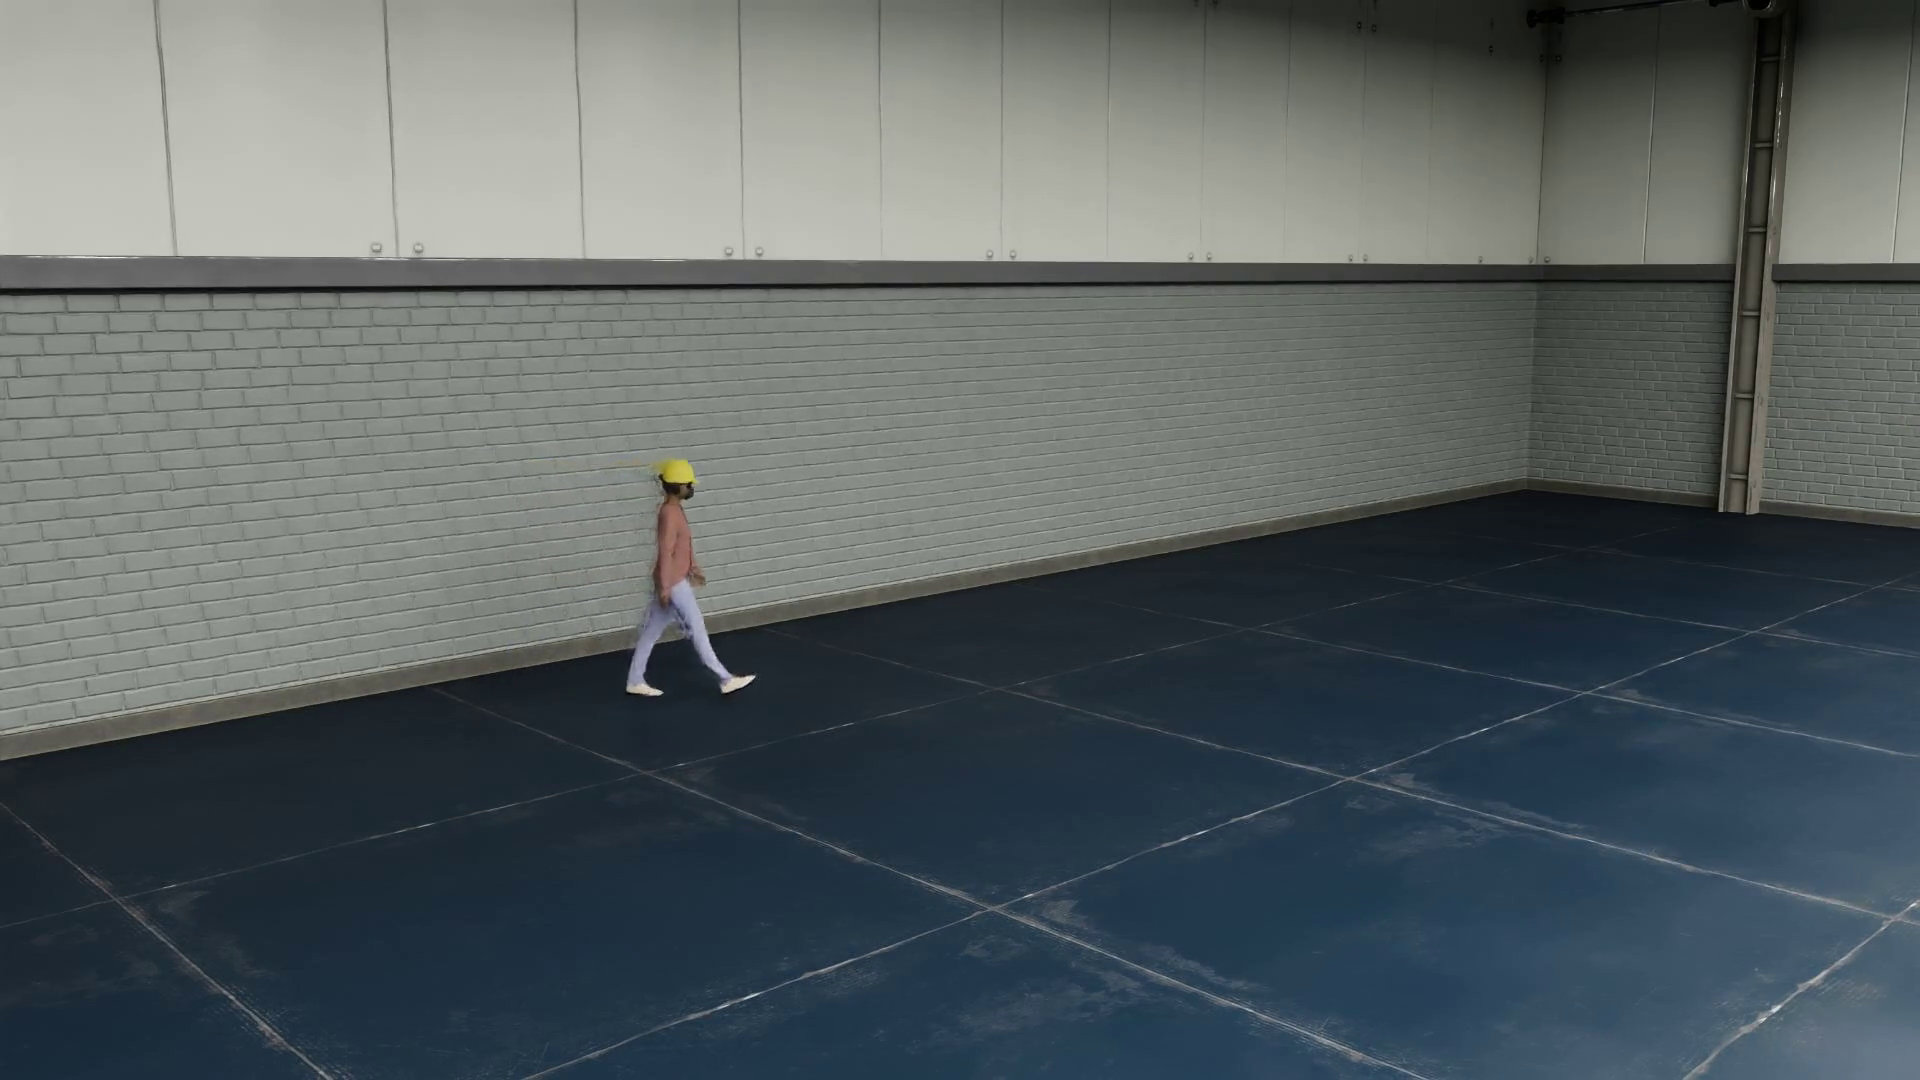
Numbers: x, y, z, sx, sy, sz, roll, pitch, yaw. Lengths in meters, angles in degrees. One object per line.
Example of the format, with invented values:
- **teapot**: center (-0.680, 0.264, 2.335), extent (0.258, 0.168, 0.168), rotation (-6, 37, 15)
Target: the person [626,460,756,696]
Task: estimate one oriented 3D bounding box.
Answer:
- **person**: center (-1.964, 0.285, 11.814), extent (0.937, 1.715, 0.532), rotation (-1, 9, -9)
